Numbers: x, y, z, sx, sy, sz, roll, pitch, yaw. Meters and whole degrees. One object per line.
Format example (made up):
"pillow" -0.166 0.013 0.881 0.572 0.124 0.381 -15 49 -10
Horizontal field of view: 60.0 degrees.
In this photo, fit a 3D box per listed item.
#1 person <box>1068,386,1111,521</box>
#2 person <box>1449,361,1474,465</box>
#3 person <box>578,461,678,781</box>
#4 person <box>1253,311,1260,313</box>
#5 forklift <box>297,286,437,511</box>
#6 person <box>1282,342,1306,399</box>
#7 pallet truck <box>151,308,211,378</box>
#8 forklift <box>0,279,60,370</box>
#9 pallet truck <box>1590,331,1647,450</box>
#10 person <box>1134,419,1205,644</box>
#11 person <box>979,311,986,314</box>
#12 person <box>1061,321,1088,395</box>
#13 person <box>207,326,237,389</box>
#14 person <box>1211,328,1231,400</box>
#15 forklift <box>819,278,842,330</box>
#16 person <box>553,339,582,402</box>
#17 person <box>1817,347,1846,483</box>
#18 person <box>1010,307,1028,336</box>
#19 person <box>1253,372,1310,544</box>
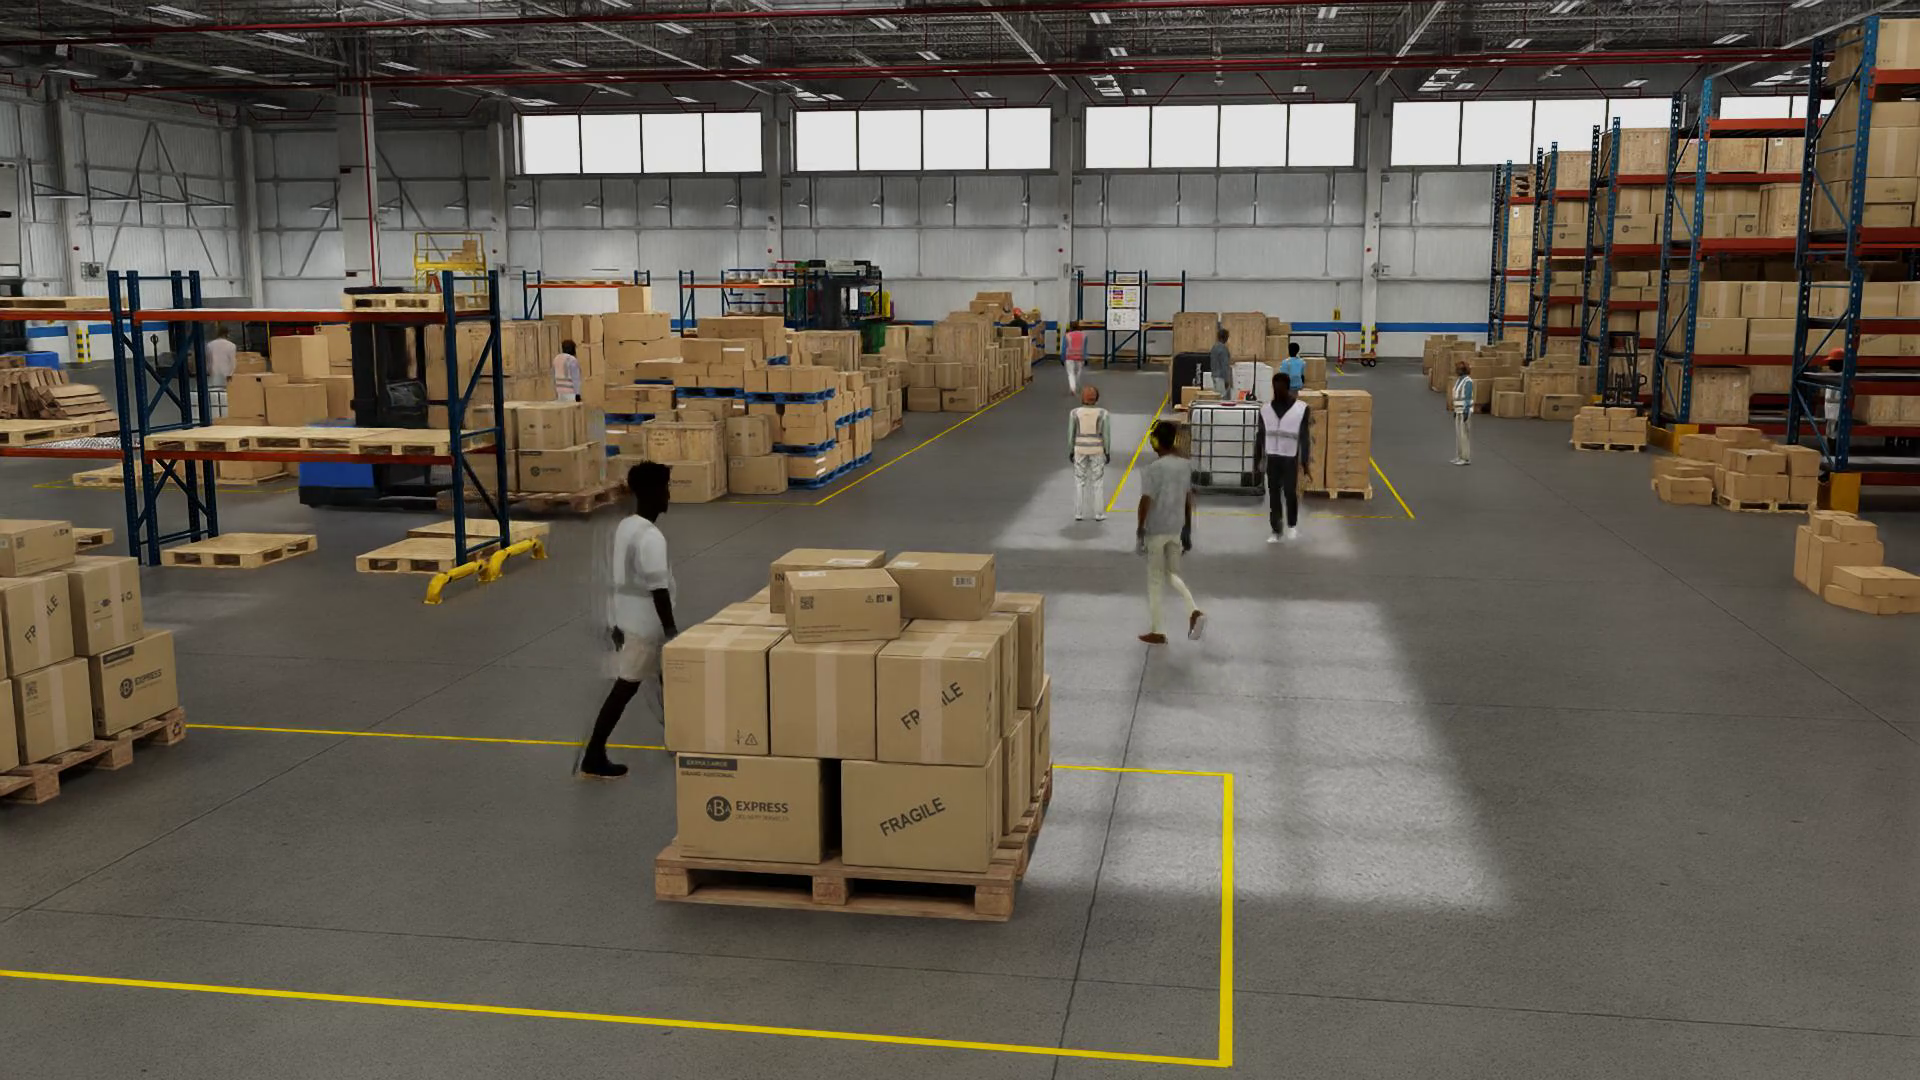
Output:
"person" 1.570 -1.044 20.168 0.523 1.638 0.310 3 10 15
"person" 7.864 -1.985 26.001 0.314 1.632 0.524 -1 9 -3
"person" -1.841 0.480 9.932 1.031 1.911 0.617 -4 10 -23
"person" 8.109 -5.334 45.744 0.378 1.928 0.542 -9 13 -43
"forklift" -7.410 -1.834 21.228 1.873 2.768 1.129 1 9 9
"person" 6.196 -2.831 31.013 0.542 1.695 0.316 -4 10 -26
"pallet truck" -21.869 -5.598 47.154 0.823 1.965 1.885 4 10 26
"forklift" -22.592 -4.798 39.505 1.873 2.768 1.129 1 9 9
"pallet truck" 11.253 -2.573 28.499 0.823 1.965 1.885 5 10 27
"person" 1.683 -0.043 13.383 0.506 1.850 0.538 -5 11 -30
"person" 0.569 -5.555 47.247 0.704 1.880 0.660 -6 11 -34
"person" 2.773 -4.408 40.360 0.645 1.823 0.762 -2 9 -14
"person" -15.151 -3.443 34.174 0.628 1.904 0.991 1 9 3
"person" 4.985 -3.069 31.742 0.358 1.937 0.636 -2 9 -13
"forklift" -3.270 -5.243 42.251 1.873 2.768 1.129 1 9 9
"person" -6.785 -2.558 28.890 0.629 1.840 0.429 8 12 42
"person" 12.486 -1.774 23.750 0.363 1.939 0.542 2 9 11
"person" 1.628 -5.543 46.820 0.616 1.993 0.395 7 12 38
"person" 3.575 -0.908 18.502 0.633 1.905 0.448 6 11 31
